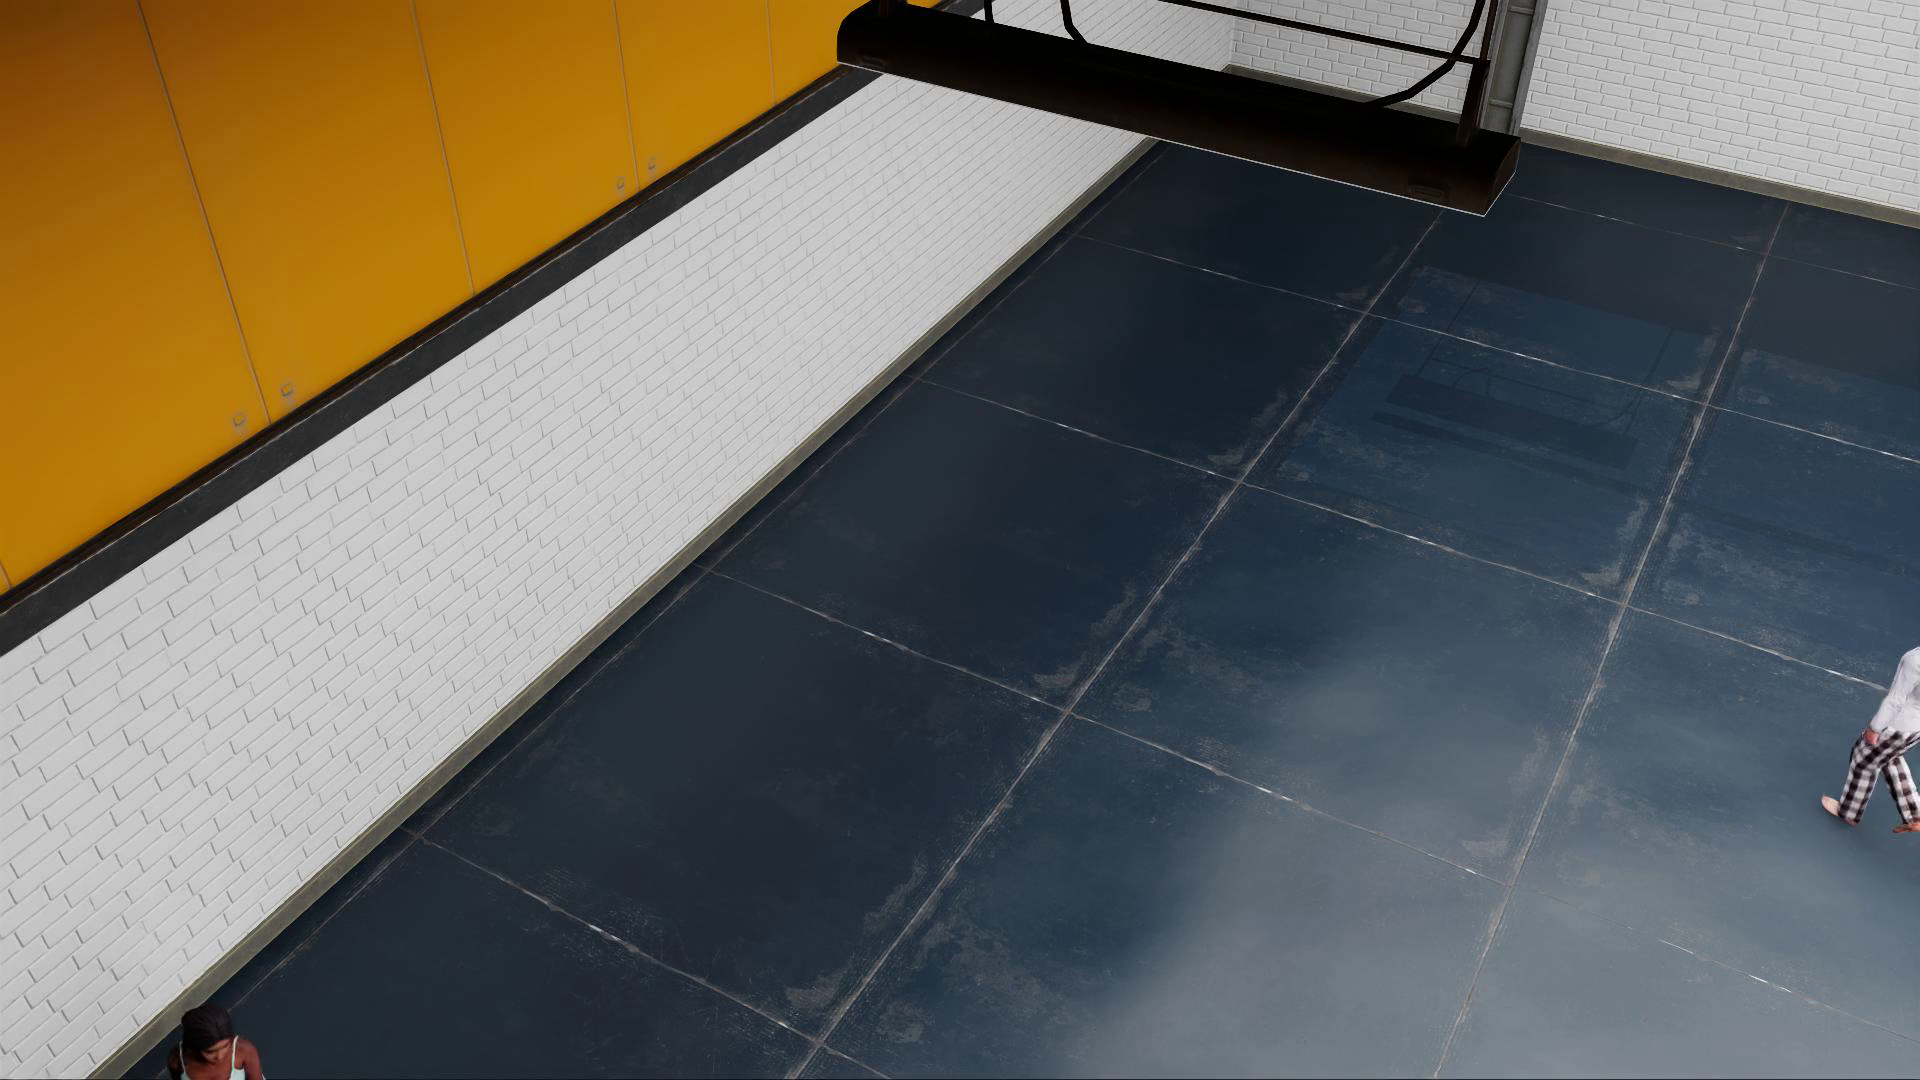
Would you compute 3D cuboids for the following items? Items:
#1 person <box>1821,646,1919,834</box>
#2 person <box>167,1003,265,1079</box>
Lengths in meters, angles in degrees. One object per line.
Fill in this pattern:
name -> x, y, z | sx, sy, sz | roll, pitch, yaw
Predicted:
person -> 5.648, 1.099, 9.804 | 0.870, 1.831, 0.955 | -16, 41, -19
person -> -3.483, 2.681, 7.958 | 1.088, 1.663, 1.160 | -5, 39, -7
